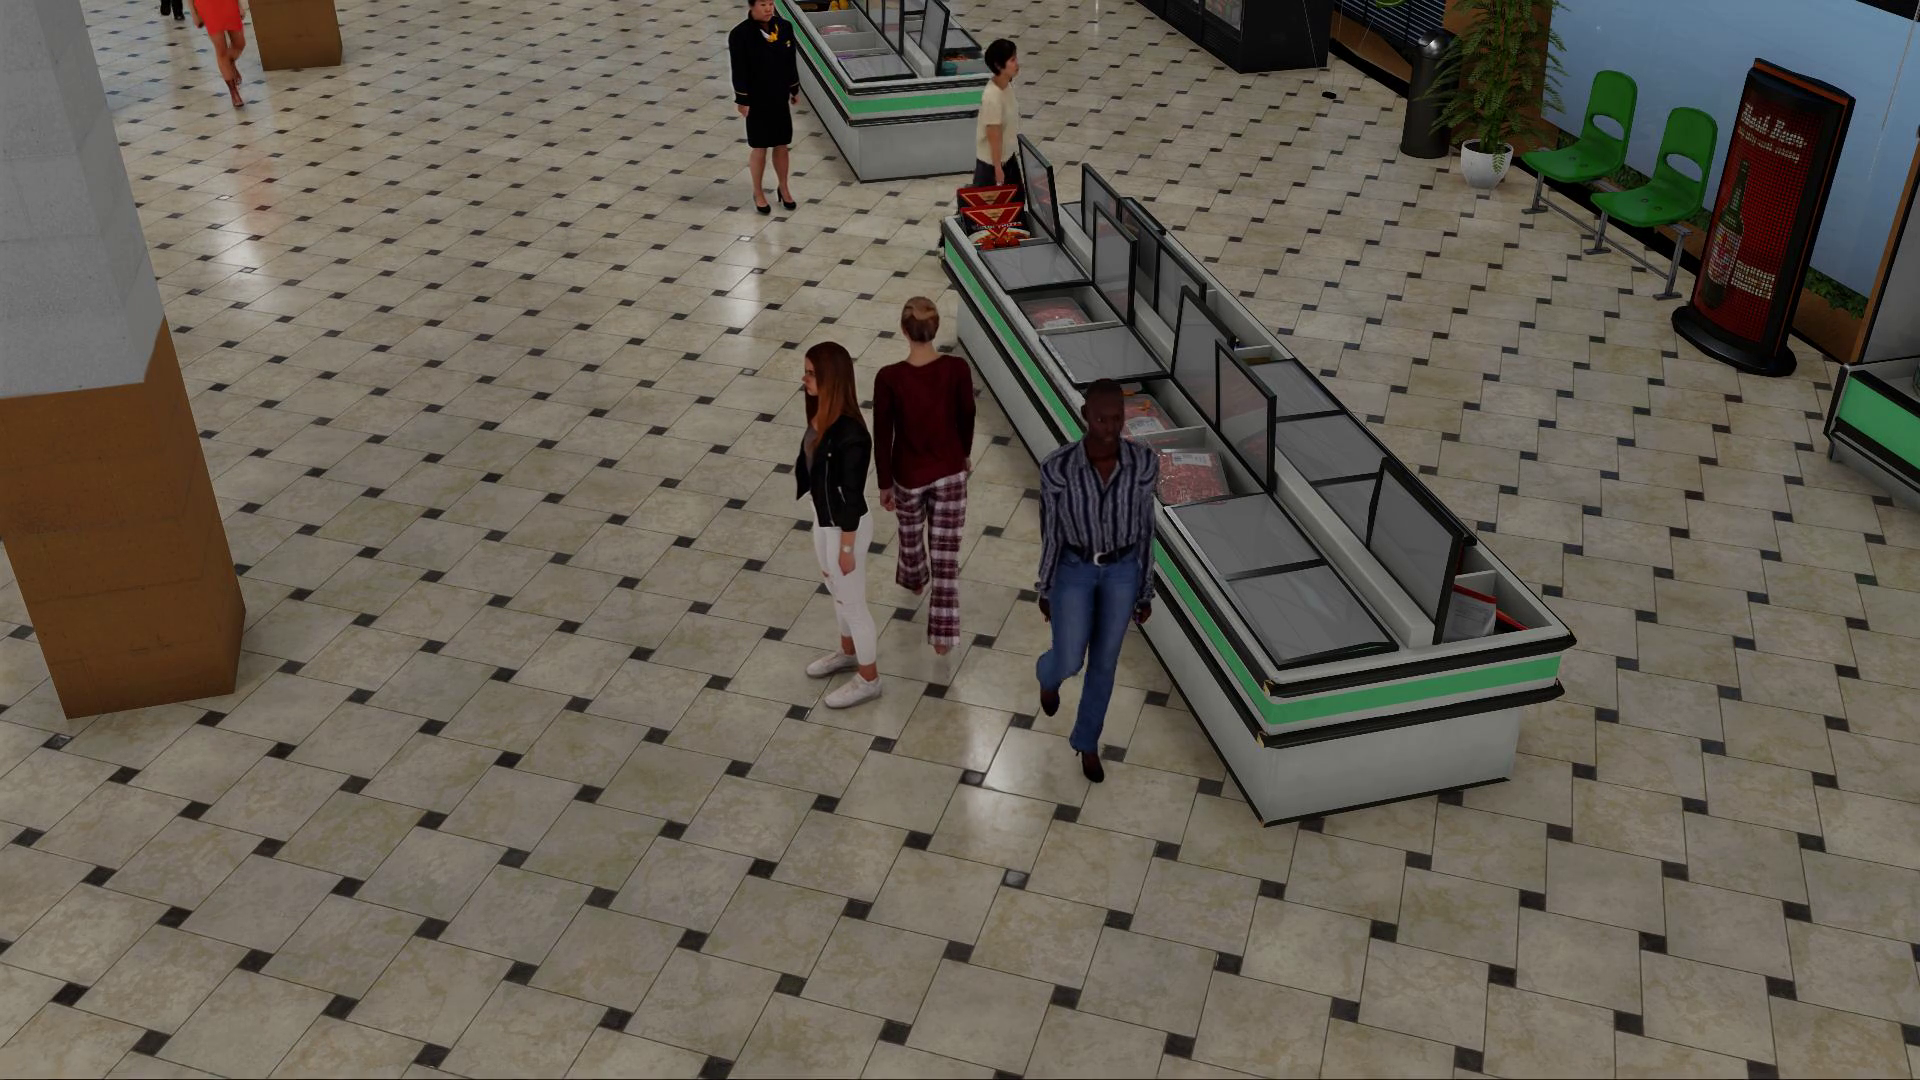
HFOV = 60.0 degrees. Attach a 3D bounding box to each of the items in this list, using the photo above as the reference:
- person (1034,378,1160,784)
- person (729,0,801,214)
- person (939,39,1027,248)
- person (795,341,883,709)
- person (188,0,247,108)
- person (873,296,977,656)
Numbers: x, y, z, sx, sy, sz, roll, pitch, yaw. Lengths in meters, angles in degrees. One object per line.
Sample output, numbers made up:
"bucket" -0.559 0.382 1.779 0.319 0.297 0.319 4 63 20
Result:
"person" 0.516 0.133 6.671 0.634 1.781 0.738 -6 32 -10
"person" -1.409 -3.232 12.182 0.765 1.671 0.744 -20 37 -28
"person" 0.167 -2.572 11.239 0.987 1.549 1.026 10 33 16
"person" -0.502 -0.073 7.079 0.638 1.699 0.467 -10 33 -15
"person" -6.475 -4.667 14.461 0.767 1.700 0.990 -18 36 -27
"person" -0.124 -0.259 7.417 0.751 1.658 1.127 -2 32 -4
